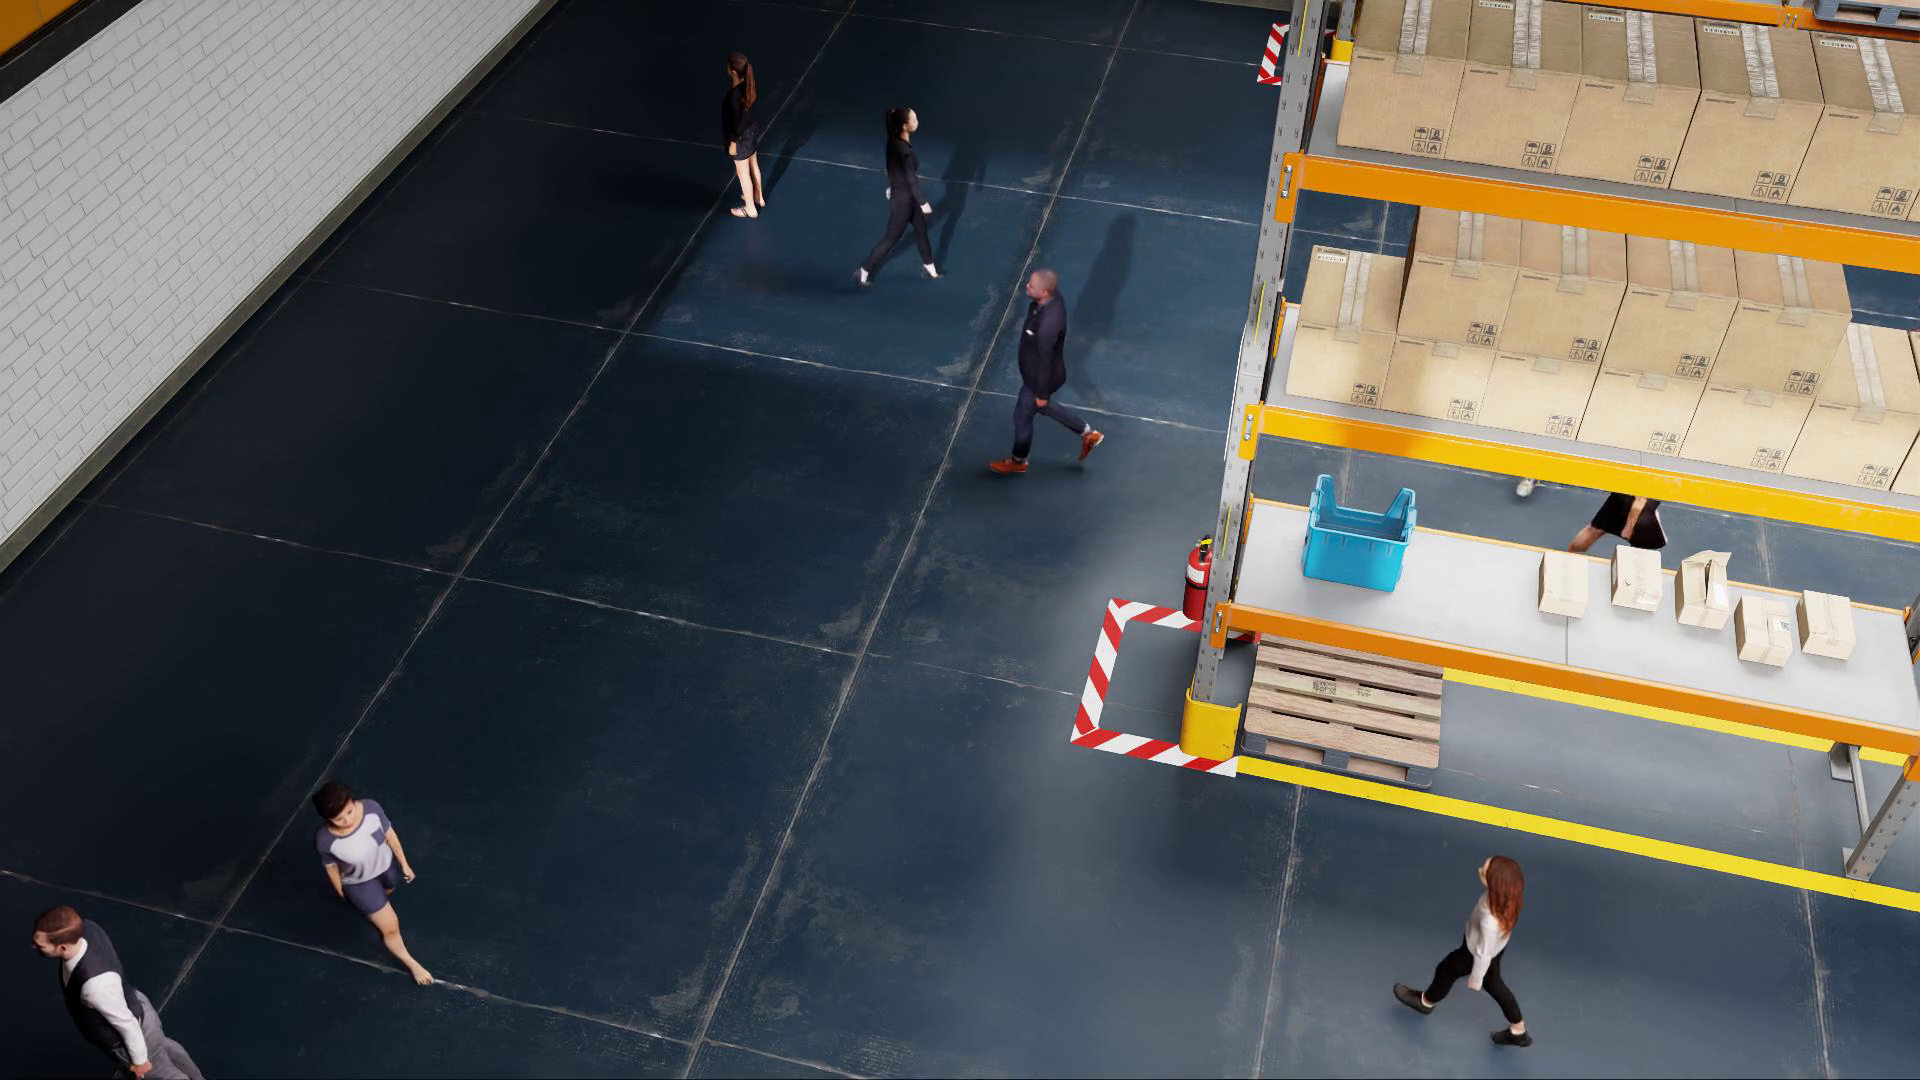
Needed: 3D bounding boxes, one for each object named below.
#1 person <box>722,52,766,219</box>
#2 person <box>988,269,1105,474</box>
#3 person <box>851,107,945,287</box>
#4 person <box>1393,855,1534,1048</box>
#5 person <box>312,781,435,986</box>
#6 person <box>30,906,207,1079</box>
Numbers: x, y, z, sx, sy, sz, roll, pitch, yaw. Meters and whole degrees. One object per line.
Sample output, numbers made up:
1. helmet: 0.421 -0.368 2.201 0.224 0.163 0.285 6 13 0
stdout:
1. person: -1.925 -3.605 14.748 0.557 1.556 0.551 14 45 14
2. person: 0.666 -1.184 12.033 1.158 1.795 0.851 3 44 3
3. person: -0.554 -2.785 13.796 1.119 1.681 0.848 -6 44 -6
4. person: 2.821 2.182 8.743 1.054 1.461 0.769 26 50 25
5. person: -3.283 1.773 9.123 1.086 1.528 0.821 27 50 26
6. person: -4.094 2.371 8.193 0.826 1.945 0.738 -29 51 -27
